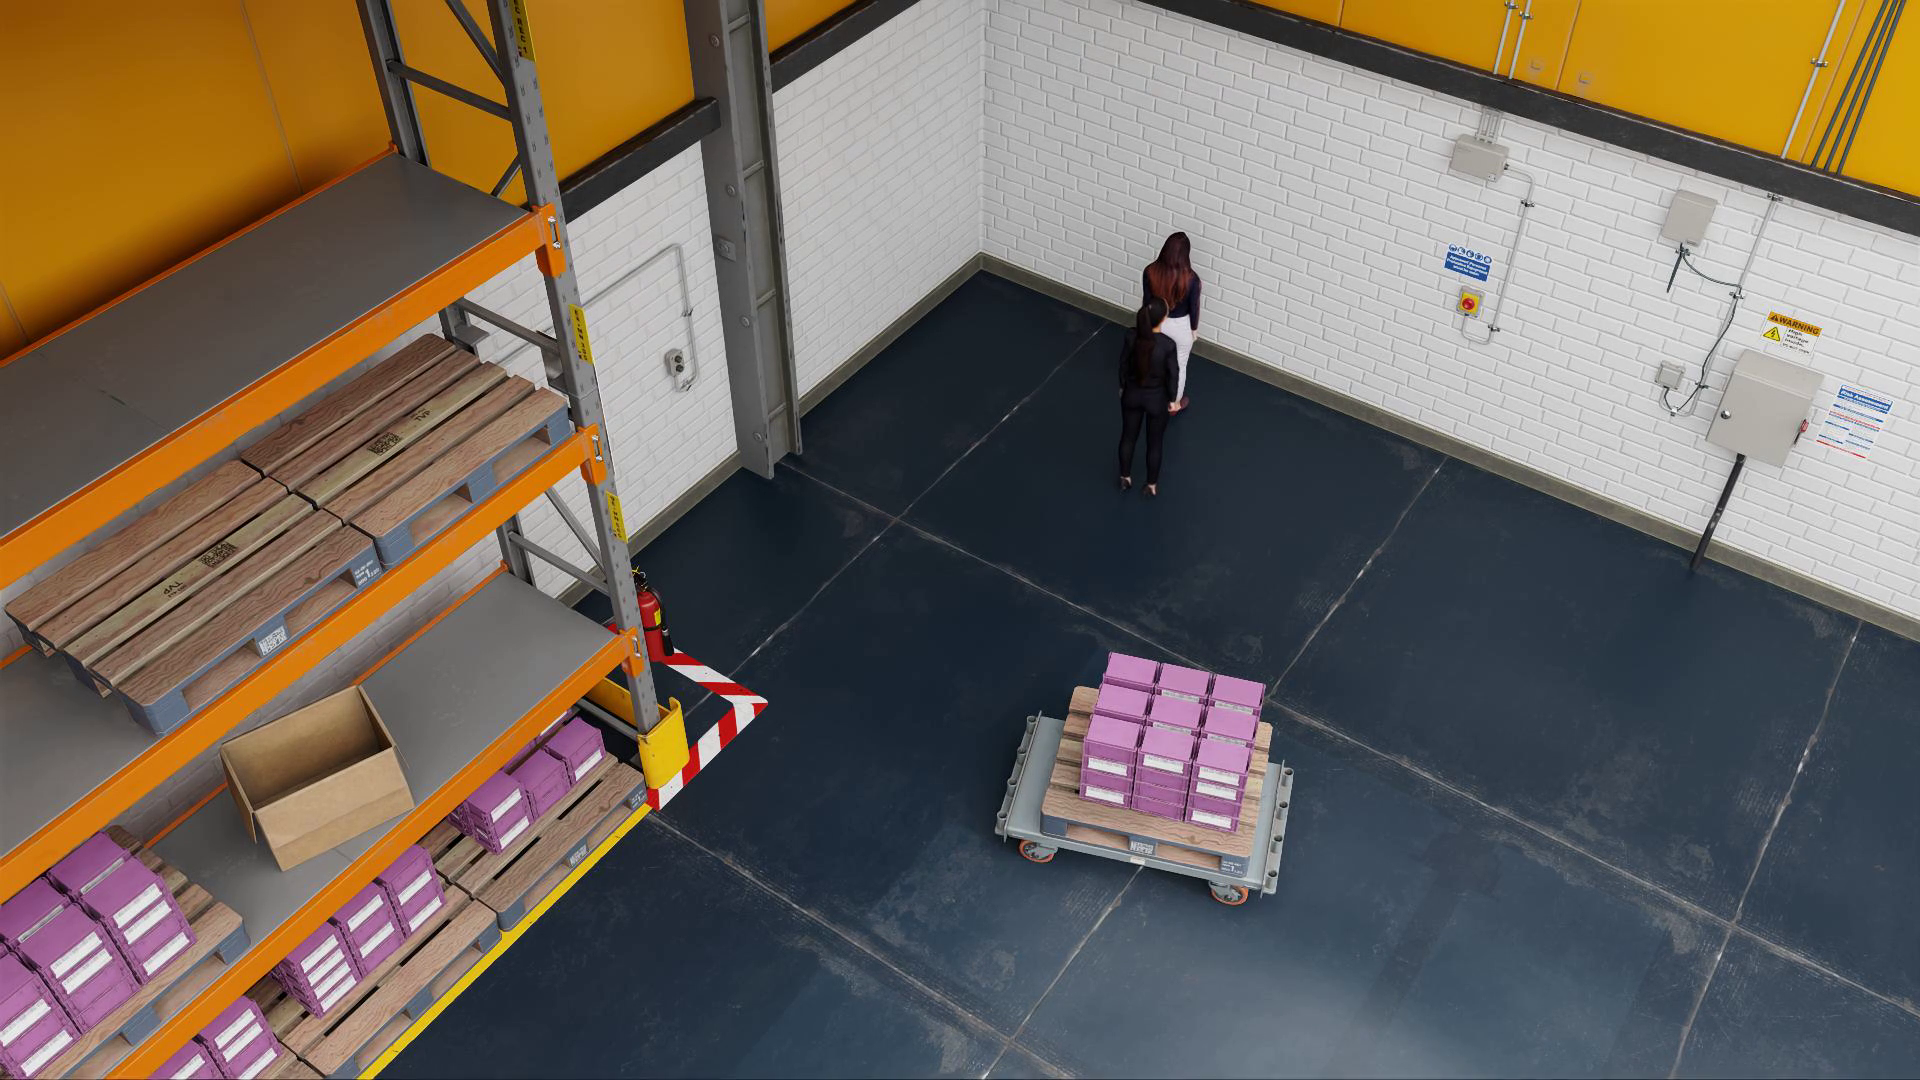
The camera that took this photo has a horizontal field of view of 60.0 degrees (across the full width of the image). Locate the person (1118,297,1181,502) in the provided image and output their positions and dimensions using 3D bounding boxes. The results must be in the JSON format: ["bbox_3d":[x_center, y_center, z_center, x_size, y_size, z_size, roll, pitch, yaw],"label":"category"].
[{"bbox_3d":[1.312,-0.994,11.718,0.603,1.711,0.512,20,47,20],"label":"person"}]

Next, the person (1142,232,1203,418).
[{"bbox_3d":[1.575,-1.613,12.445,0.652,1.603,0.612,15,46,15],"label":"person"}]
